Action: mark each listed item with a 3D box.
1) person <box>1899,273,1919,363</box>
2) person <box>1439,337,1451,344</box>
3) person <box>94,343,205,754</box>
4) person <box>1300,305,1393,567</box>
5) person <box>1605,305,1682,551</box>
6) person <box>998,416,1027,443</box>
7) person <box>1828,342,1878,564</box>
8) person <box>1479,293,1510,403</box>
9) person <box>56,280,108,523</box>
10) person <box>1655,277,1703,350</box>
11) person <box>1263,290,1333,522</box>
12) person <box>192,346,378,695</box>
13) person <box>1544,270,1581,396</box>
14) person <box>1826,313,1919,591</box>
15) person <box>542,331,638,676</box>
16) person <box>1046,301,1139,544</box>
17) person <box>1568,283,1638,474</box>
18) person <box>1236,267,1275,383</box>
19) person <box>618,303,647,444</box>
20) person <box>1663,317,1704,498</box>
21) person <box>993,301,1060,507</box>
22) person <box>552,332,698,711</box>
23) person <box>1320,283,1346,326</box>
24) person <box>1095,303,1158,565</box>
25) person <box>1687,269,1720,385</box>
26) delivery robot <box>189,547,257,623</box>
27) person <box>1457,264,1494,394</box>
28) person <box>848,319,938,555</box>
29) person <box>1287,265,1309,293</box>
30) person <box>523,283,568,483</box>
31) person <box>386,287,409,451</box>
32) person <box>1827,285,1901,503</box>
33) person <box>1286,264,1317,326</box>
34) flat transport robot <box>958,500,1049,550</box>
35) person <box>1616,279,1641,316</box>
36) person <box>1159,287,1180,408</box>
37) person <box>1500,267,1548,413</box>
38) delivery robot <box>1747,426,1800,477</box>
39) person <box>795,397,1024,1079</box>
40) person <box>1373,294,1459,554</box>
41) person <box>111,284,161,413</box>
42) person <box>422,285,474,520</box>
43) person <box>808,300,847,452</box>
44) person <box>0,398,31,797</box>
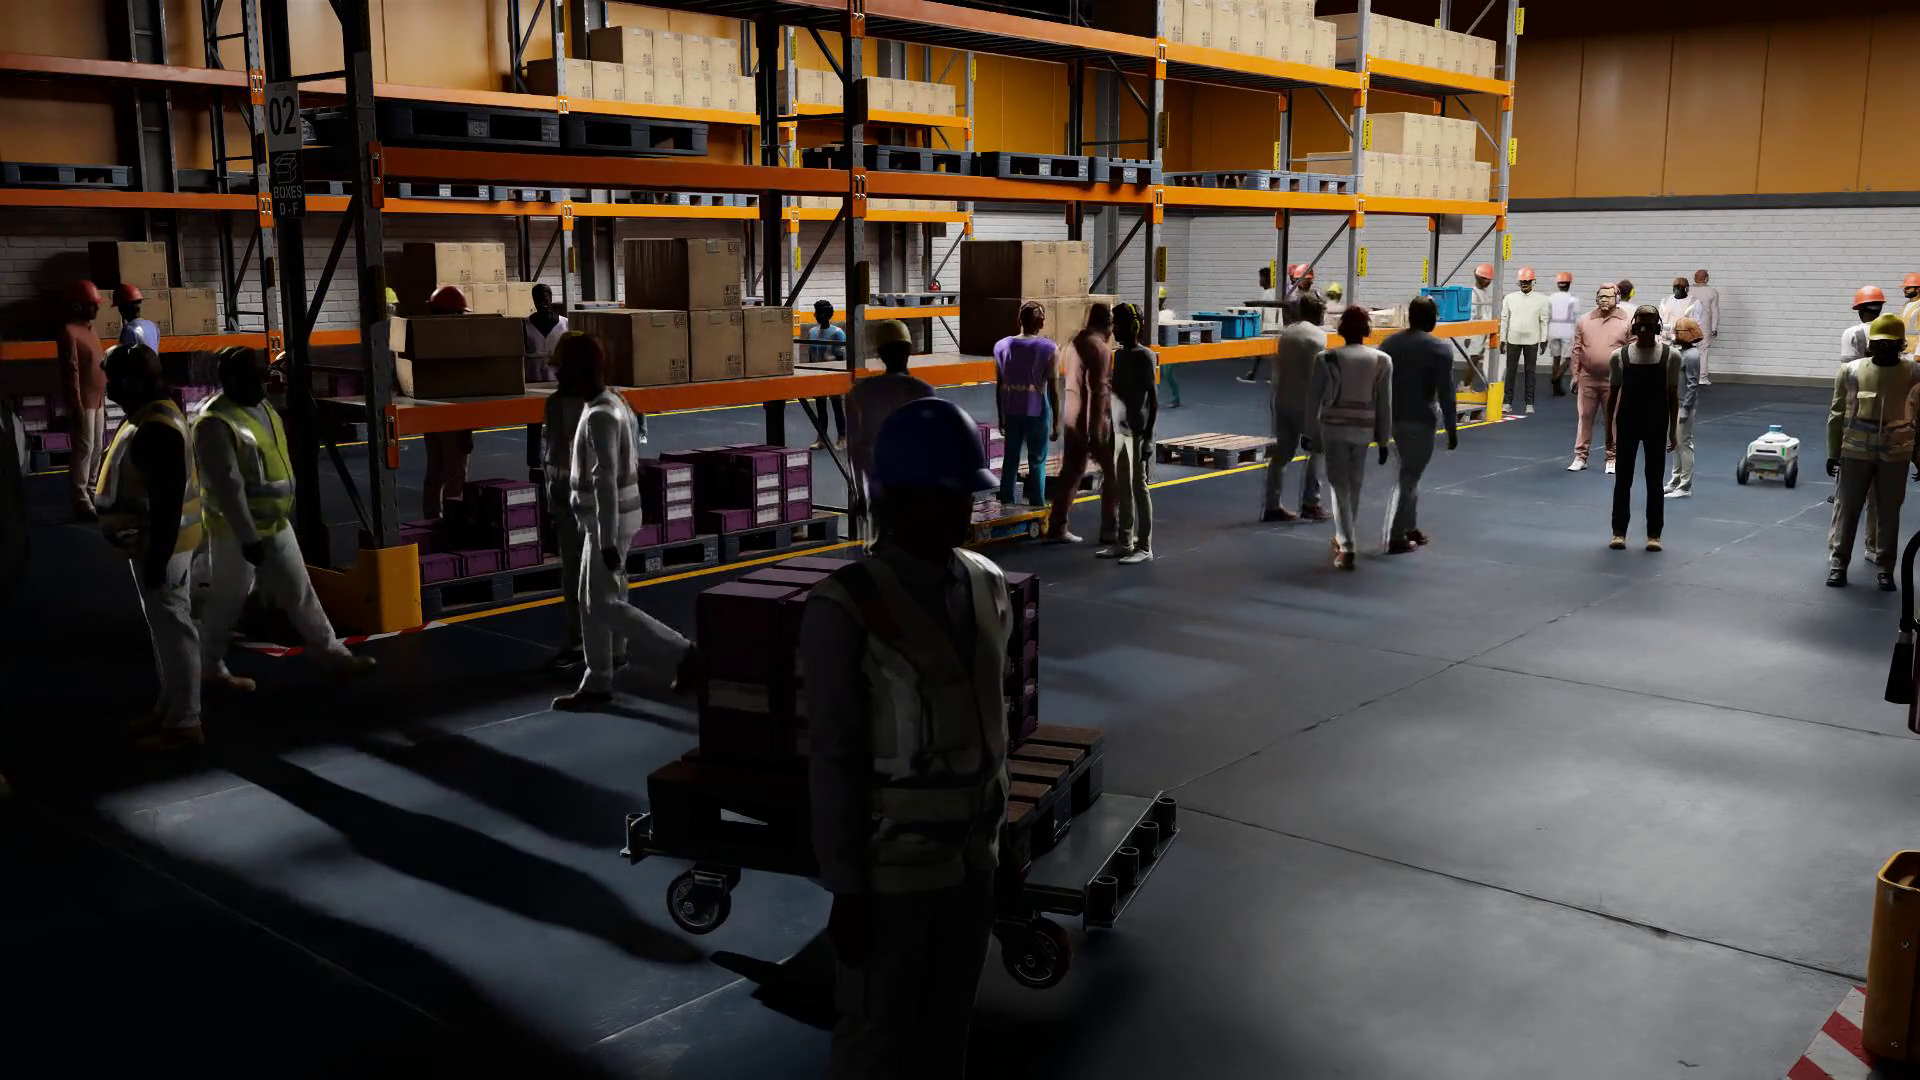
[{"bbox_3d":[12.139,-2.438,21.280,0.357,1.938,0.543,0,10,-1],"label":"person"},{"bbox_3d":[6.957,-2.872,24.506,0.538,1.680,0.814,1,10,8],"label":"person"},{"bbox_3d":[-3.644,0.034,7.498,0.430,1.839,0.619,-5,11,-28],"label":"person"},{"bbox_3d":[2.766,-0.751,11.916,0.579,1.850,0.861,-1,10,-6],"label":"person"},{"bbox_3d":[5.093,-0.831,12.439,0.512,1.841,0.342,5,11,24],"label":"person"},{"bbox_3d":[0.648,-2.093,19.313,0.632,1.940,0.372,4,11,22],"label":"person"},{"bbox_3d":[6.489,-0.637,11.872,0.514,1.642,0.310,2,10,10],"label":"person"},{"bbox_3d":[7.615,-2.671,23.493,0.527,1.628,0.537,5,11,26],"label":"person"},{"bbox_3d":[-7.212,-1.146,13.767,0.402,1.990,0.622,-2,10,-10],"label":"person"},{"bbox_3d":[10.175,-2.802,23.630,0.627,1.844,0.429,9,14,43],"label":"person"},{"bbox_3d":[2.837,-1.082,13.648,0.705,1.908,0.703,-3,10,-18],"label":"person"},{"bbox_3d":[-3.468,-0.074,8.287,0.933,1.779,0.666,0,10,3],"label":"person"},{"bbox_3d":[9.099,-3.118,25.194,0.560,1.925,0.635,8,13,38],"label":"person"},{"bbox_3d":[6.061,-0.580,11.000,0.601,1.830,0.404,5,11,27],"label":"person"},{"bbox_3d":[-1.968,-0.185,8.763,0.592,1.828,0.404,6,12,30],"label":"person"},{"bbox_3d":[1.048,-0.869,12.587,0.831,1.850,0.703,-3,10,-18],"label":"person"},{"bbox_3d":[6.455,-1.622,16.723,0.643,1.909,0.410,6,12,33],"label":"person"},{"bbox_3d":[5.012,-3.574,27.762,0.920,1.923,0.618,0,10,0],"label":"person"},{"bbox_3d":[-3.825,-1.914,19.196,0.498,1.626,0.289,0,10,2],"label":"person"},{"bbox_3d":[6.523,-1.192,15.054,0.286,1.633,0.499,1,10,7],"label":"person"},{"bbox_3d":[0.527,-0.966,13.191,0.561,1.836,0.378,5,11,24],"label":"person"},{"bbox_3d":[-1.627,-0.072,8.037,0.683,1.868,0.592,-2,10,-12],"label":"person"},{"bbox_3d":[5.527,-2.957,24.900,0.803,1.759,0.536,-8,13,-40],"label":"person"},{"bbox_3d":[1.216,-0.759,11.917,0.311,1.869,0.530,-5,11,-26],"label":"person"},{"bbox_3d":[12.194,-3.509,27.471,0.651,1.907,0.409,8,13,38],"label":"person"},{"bbox_3d":[-4.347,0.225,9.787,0.477,0.478,0.707,-4,11,-19],"label":"delivery robot"},{"bbox_3d":[7.668,-3.102,24.853,0.613,2.013,0.817,7,12,33],"label":"person"},{"bbox_3d":[-0.383,-0.292,9.291,0.640,1.873,0.934,5,11,28],"label":"person"},{"bbox_3d":[6.186,-4.123,30.875,0.545,1.939,0.374,3,10,18],"label":"person"},{"bbox_3d":[-3.971,-1.490,15.939,0.596,1.918,0.381,-3,10,-17],"label":"person"},{"bbox_3d":[-6.278,-1.863,18.325,0.615,1.822,0.414,5,11,27],"label":"person"},{"bbox_3d":[7.921,-1.257,14.586,0.543,1.928,0.372,-1,10,-7],"label":"person"},{"bbox_3d":[4.459,-2.573,21.739,0.607,2.048,0.365,-4,11,-23],"label":"person"},{"bbox_3d":[0.130,-0.119,12.819,0.652,0.197,1.431,8,13,38],"label":"flat transport robot"},{"bbox_3d":[8.533,-2.433,21.506,0.515,1.856,0.430,7,12,36],"label":"person"},{"bbox_3d":[2.808,-2.686,23.273,0.528,1.726,0.896,8,13,40],"label":"person"},{"bbox_3d":[7.723,-2.737,22.820,0.622,1.993,0.382,4,11,21],"label":"person"},{"bbox_3d":[7.792,-0.853,15.924,0.477,0.478,0.707,7,12,36],"label":"delivery robot"},{"bbox_3d":[-0.084,0.665,3.583,0.384,1.948,0.602,8,13,38],"label":"person"},{"bbox_3d":[3.436,-0.860,12.366,0.762,1.909,0.651,-7,12,-35],"label":"person"},{"bbox_3d":[-7.512,-1.367,15.209,0.374,1.929,0.542,0,10,-2],"label":"person"},{"bbox_3d":[-3.693,-0.839,12.044,0.617,1.986,0.400,9,13,41],"label":"person"},{"bbox_3d":[-1.480,-1.820,18.482,0.533,1.690,0.322,8,13,37],"label":"person"},{"bbox_3d":[-4.047,0.075,6.679,0.546,2.000,0.740,-1,10,-7],"label":"person"}]
